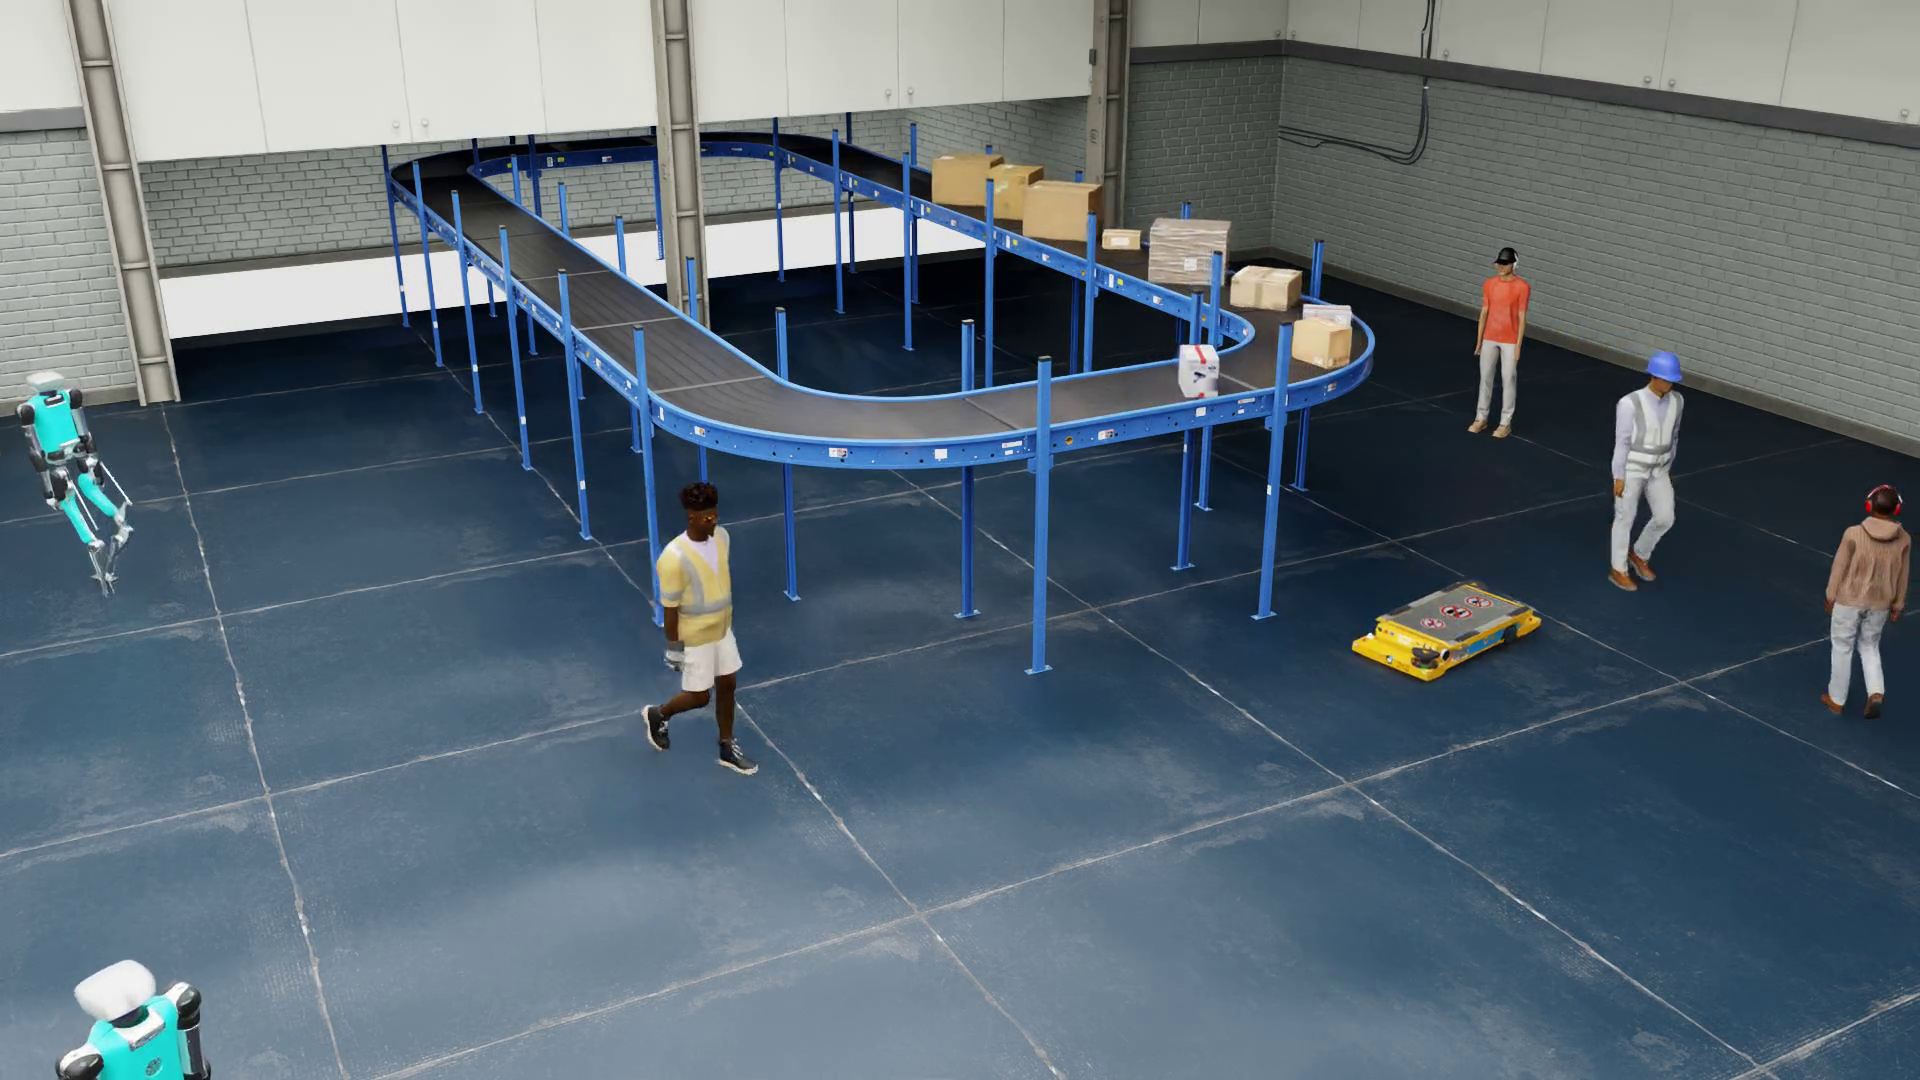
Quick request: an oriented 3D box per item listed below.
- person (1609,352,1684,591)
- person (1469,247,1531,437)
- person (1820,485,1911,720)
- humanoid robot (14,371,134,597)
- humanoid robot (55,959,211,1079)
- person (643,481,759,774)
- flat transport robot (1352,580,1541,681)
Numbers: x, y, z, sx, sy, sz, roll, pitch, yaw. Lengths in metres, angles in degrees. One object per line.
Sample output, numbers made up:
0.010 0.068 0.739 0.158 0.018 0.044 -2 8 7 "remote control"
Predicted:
5.335 -0.536 12.980 0.622 1.932 0.449 -5 23 -13 "person"
5.368 -1.972 16.580 0.474 1.908 0.417 17 28 36 "person"
5.981 0.441 10.966 0.460 1.634 0.457 3 22 8 "person"
-6.771 -0.360 12.960 0.761 1.897 0.544 10 24 23 "humanoid robot"
-3.247 2.294 6.332 1.033 1.780 0.532 12 25 27 "humanoid robot"
-1.634 0.535 10.319 0.692 1.946 0.611 12 25 27 "person"
3.602 0.655 12.257 1.431 0.231 0.659 -17 28 -37 "flat transport robot"
